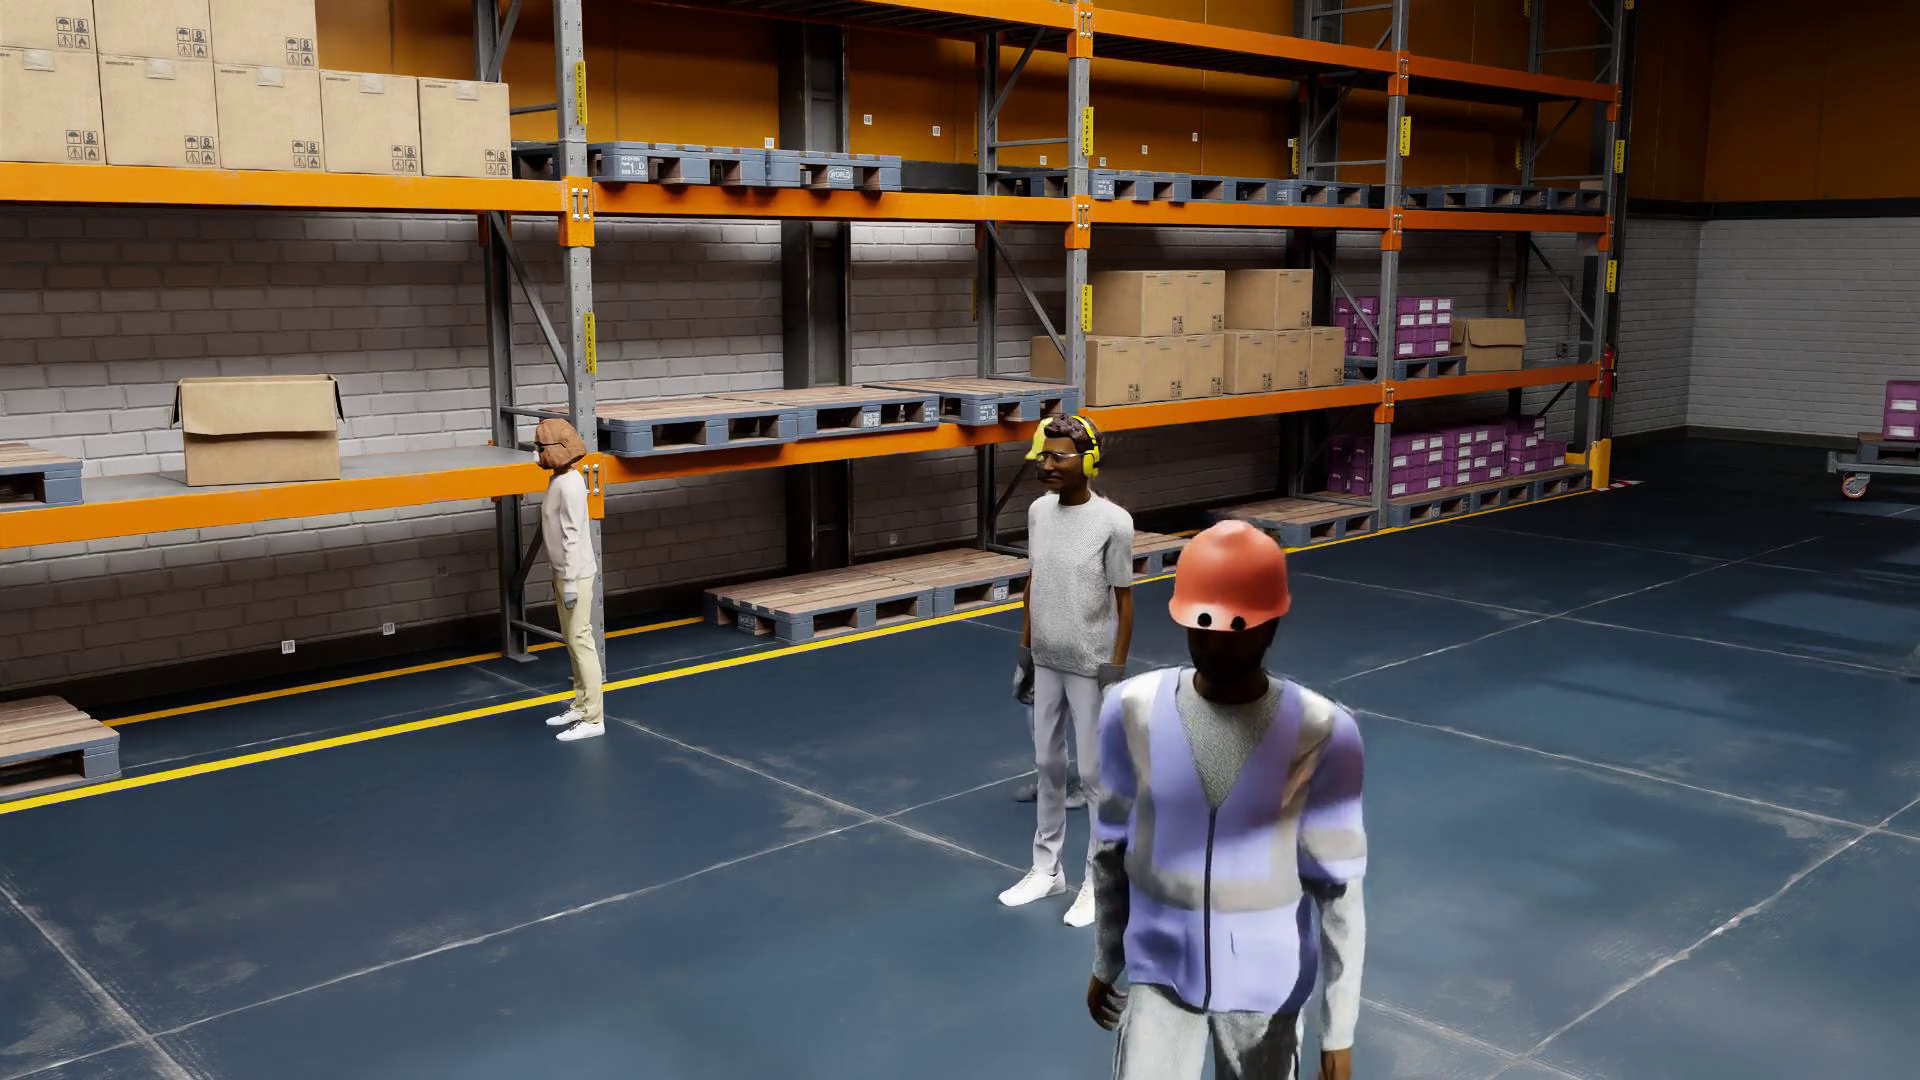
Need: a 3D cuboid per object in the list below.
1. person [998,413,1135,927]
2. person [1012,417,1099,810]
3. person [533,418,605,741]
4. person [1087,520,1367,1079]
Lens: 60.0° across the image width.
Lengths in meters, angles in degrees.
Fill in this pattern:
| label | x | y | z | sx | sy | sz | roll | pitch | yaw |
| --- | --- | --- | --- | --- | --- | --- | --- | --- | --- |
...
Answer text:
| label | x | y | z | sx | sy | sz | roll | pitch | yaw |
| --- | --- | --- | --- | --- | --- | --- | --- | --- | --- |
| person | 0.398 | 0.470 | 6.087 | 0.515 | 1.873 | 0.329 | 9 | 13 | 42 |
| person | 0.443 | 0.340 | 7.234 | 0.541 | 1.745 | 0.525 | -5 | 11 | -27 |
| person | -1.991 | 0.193 | 8.434 | 0.285 | 1.626 | 0.496 | -4 | 10 | -22 |
| person | 0.500 | 0.919 | 3.326 | 0.583 | 1.909 | 0.822 | 3 | 10 | 17 |
